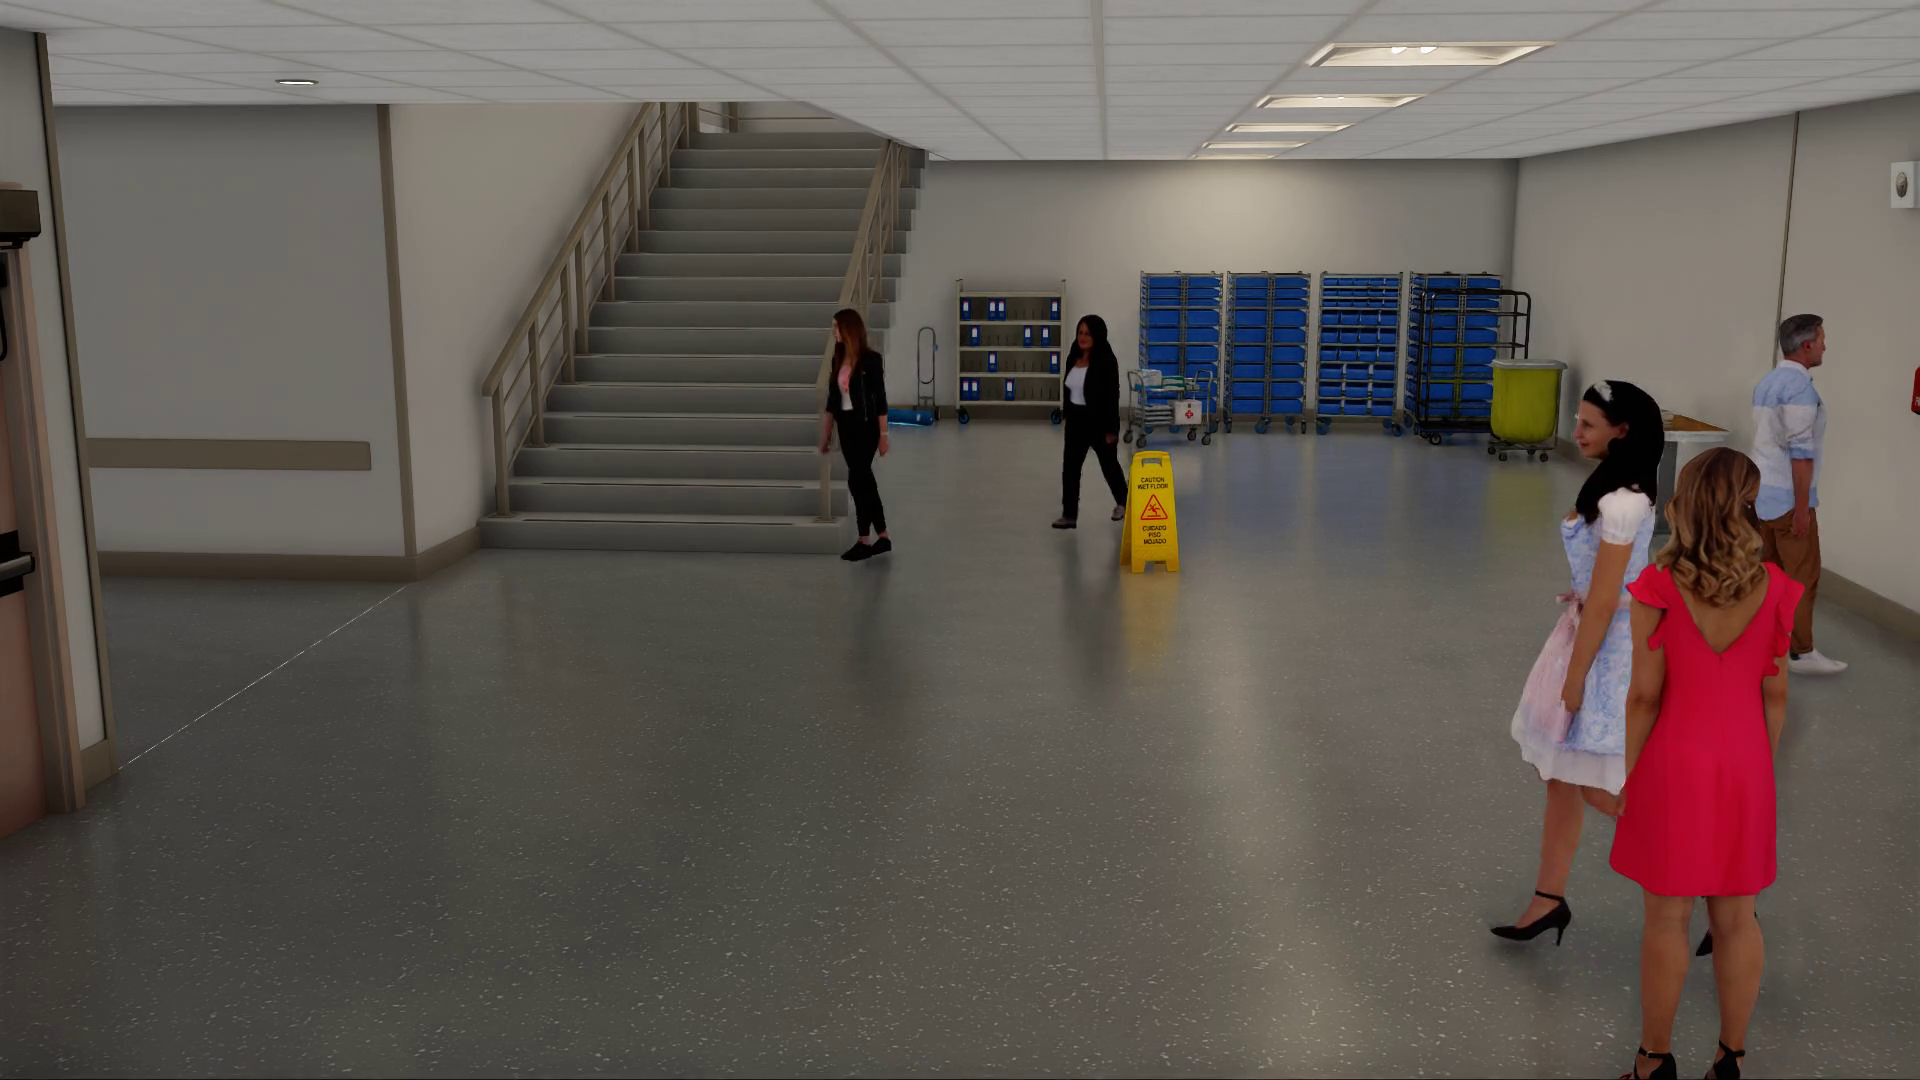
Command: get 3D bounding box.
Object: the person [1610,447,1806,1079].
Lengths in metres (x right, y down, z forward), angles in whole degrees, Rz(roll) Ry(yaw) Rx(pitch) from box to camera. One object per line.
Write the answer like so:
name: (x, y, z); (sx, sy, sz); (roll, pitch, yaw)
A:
person: (1.895, 0.612, 4.247); (0.561, 1.728, 0.526); (1, 11, 6)

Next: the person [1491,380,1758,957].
person: (2.021, 0.436, 5.001); (0.895, 1.794, 0.997); (4, 11, 20)

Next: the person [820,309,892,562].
person: (-0.624, -0.717, 11.378); (0.889, 1.681, 0.967); (9, 14, 41)

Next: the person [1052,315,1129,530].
person: (1.040, -0.865, 12.438); (1.036, 1.576, 1.212); (8, 13, 35)
